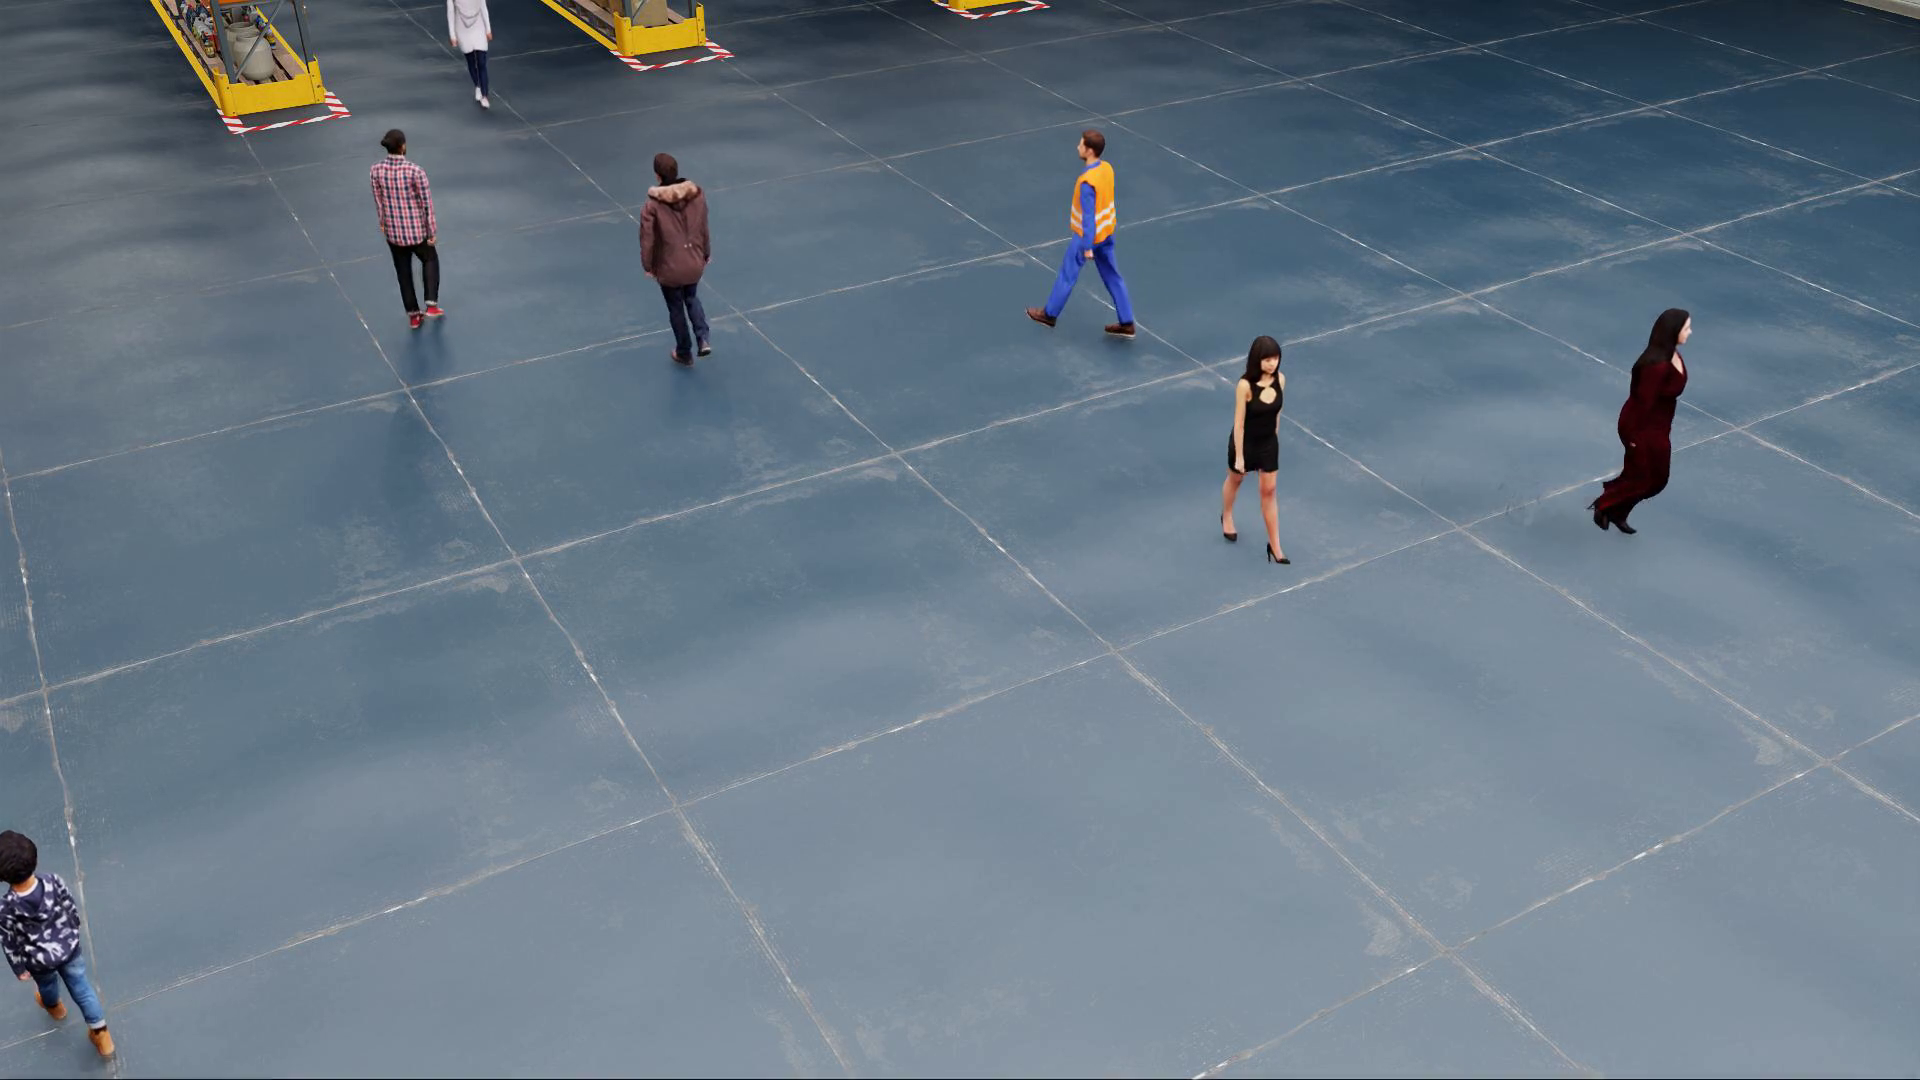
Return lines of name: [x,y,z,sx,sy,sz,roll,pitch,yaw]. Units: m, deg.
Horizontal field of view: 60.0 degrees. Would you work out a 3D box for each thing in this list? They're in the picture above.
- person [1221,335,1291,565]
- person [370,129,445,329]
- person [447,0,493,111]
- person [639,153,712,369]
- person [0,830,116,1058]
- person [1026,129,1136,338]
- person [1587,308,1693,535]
person: [1.949,-0.671,11.363,0.656,1.617,1.001,-12,34,-19]
person: [-4.799,-2.652,14.383,0.822,1.745,0.812,-2,32,-3]
person: [-5.808,-6.023,19.743,0.835,1.729,1.184,-8,33,-12]
person: [-2.268,-2.252,13.664,0.798,1.837,0.745,-21,38,-30]
person: [-4.183,1.892,7.671,0.903,1.222,0.660,27,41,36]
person: [1.217,-2.552,14.163,1.337,1.811,1.132,15,35,23]
person: [4.609,-0.783,11.425,0.872,1.742,0.827,16,36,23]
